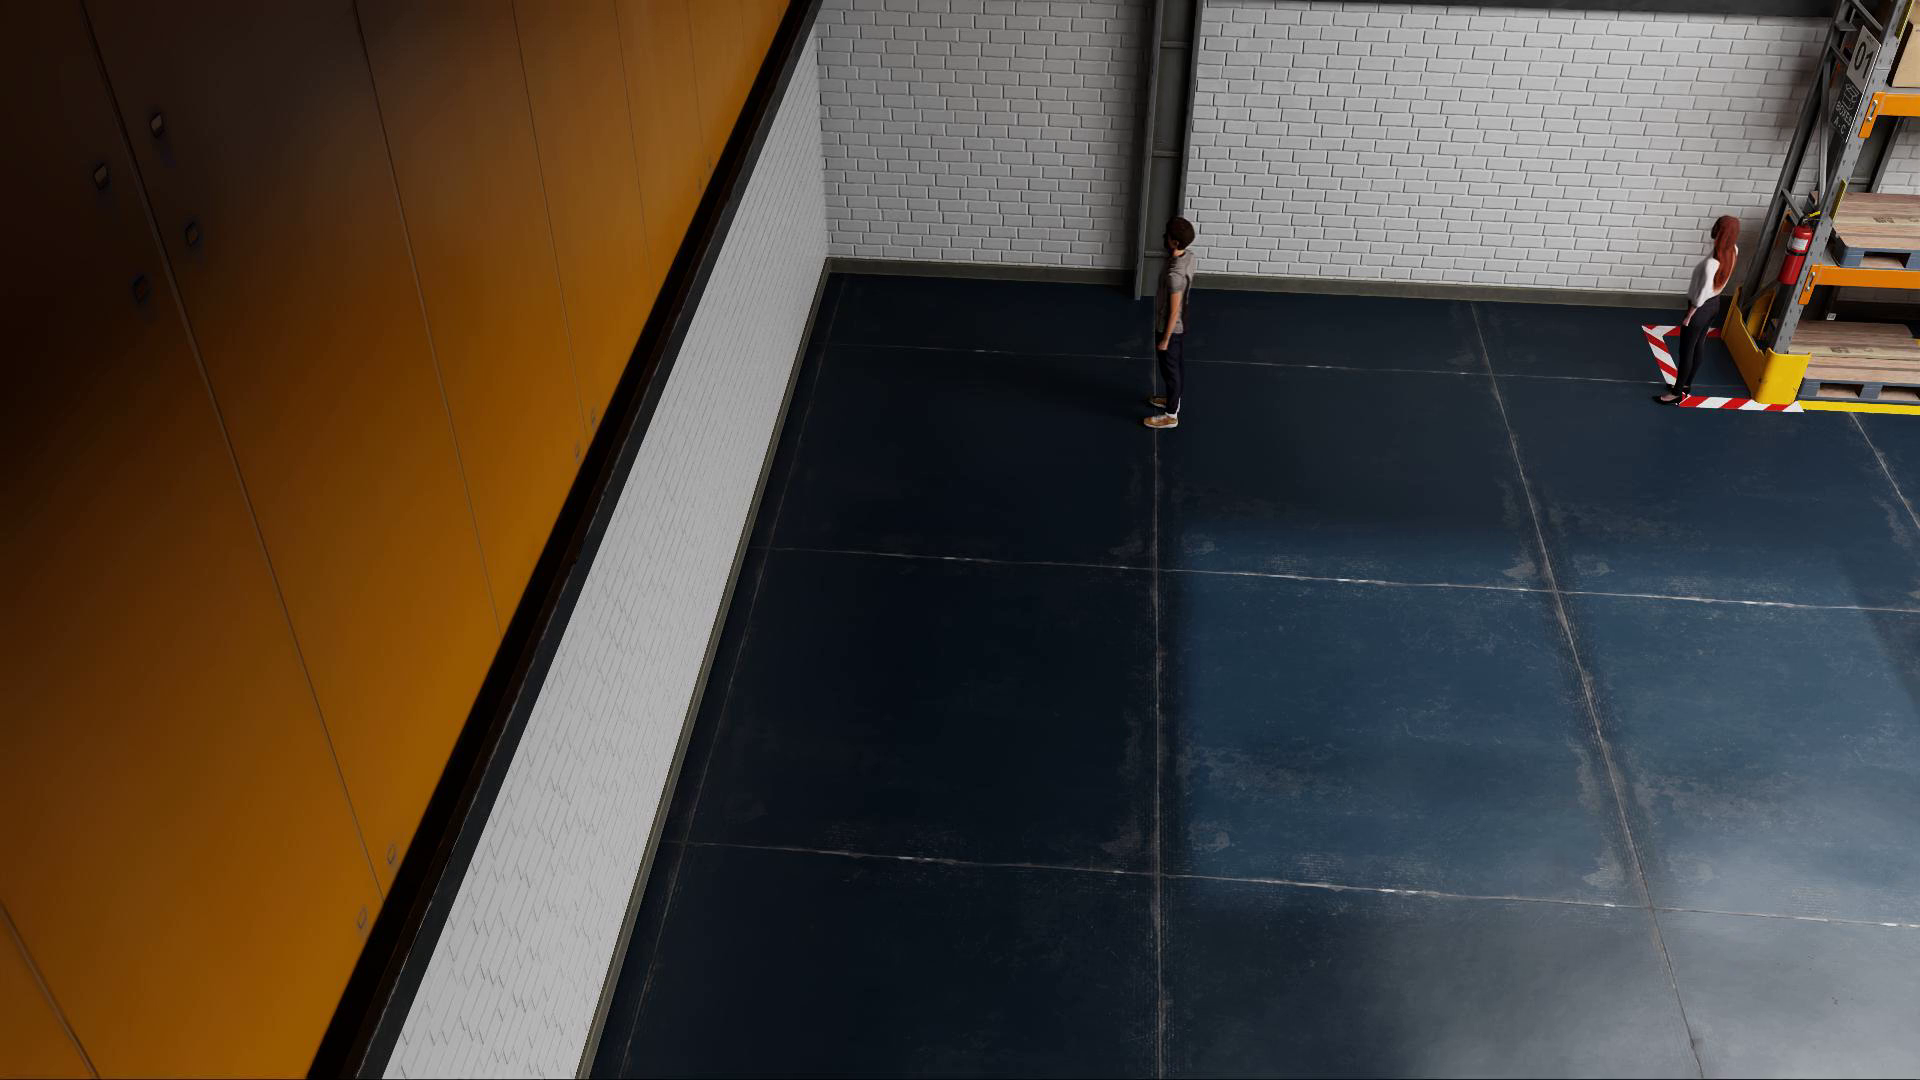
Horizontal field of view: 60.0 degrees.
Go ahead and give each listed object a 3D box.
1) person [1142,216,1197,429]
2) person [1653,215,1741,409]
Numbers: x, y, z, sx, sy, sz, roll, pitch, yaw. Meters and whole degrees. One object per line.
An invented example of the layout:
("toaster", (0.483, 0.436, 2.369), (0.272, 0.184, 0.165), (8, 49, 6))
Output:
("person", (1.752, -1.794, 13.719), (0.620, 1.895, 0.687), (10, 40, 13))
("person", (6.231, -1.919, 13.985), (0.664, 1.760, 0.706), (-31, 48, -33))
